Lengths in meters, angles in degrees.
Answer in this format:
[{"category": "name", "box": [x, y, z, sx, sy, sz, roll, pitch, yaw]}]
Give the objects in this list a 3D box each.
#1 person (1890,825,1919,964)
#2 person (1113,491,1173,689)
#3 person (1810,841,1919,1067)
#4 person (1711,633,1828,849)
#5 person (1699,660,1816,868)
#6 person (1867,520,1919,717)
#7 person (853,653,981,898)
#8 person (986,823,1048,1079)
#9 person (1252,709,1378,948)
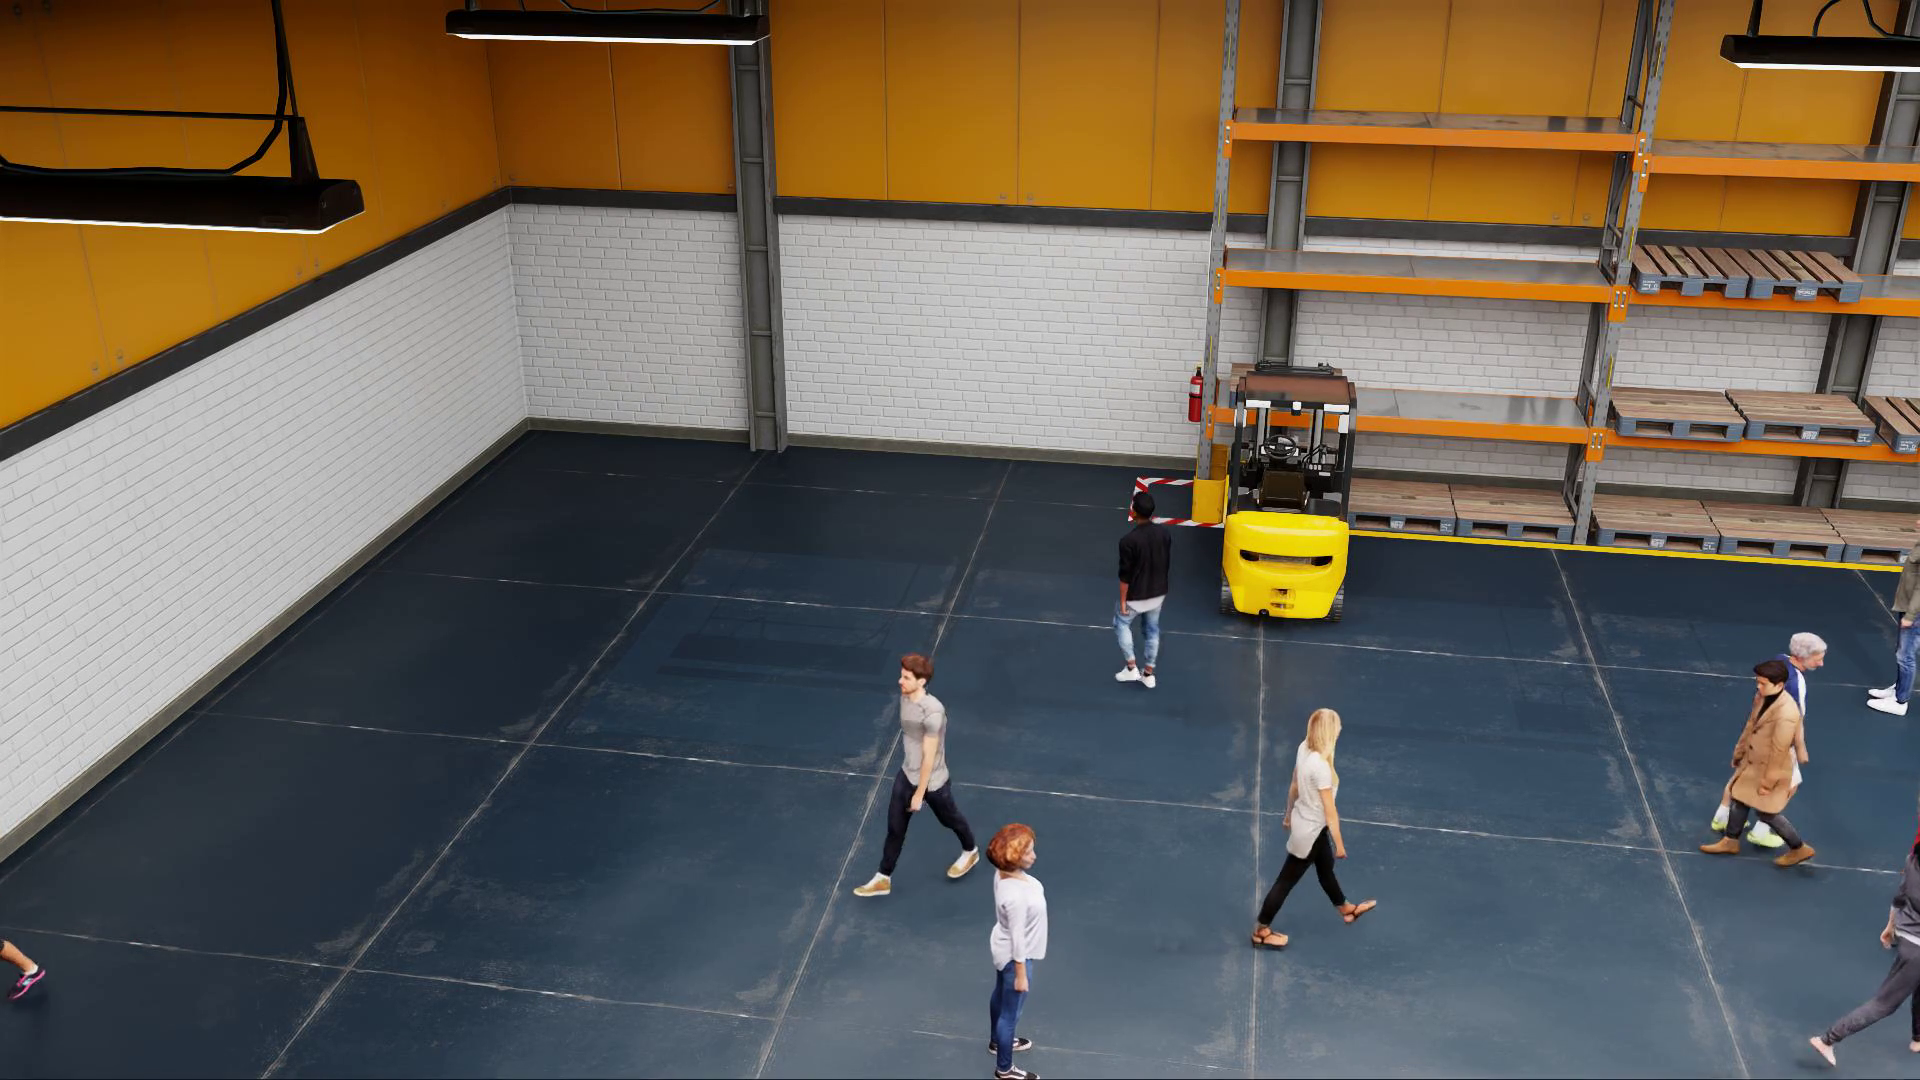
[{"category": "person", "box": [6.426, 2.227, 11.057, 0.477, 1.306, 0.533, 4, 24, 8]}, {"category": "person", "box": [1.643, 0.478, 14.448, 0.780, 1.795, 0.875, -10, 26, -22]}, {"category": "person", "box": [5.657, 2.469, 9.988, 1.222, 1.719, 0.729, 0, 24, 0]}, {"category": "person", "box": [5.913, 1.472, 12.175, 0.729, 1.795, 0.722, -4, 24, -9]}, {"category": "person", "box": [5.879, 1.631, 11.936, 0.981, 1.693, 0.761, 3, 24, 6]}, {"category": "person", "box": [8.114, 0.597, 14.090, 0.673, 1.863, 0.741, 10, 26, 22]}, {"category": "person", "box": [-0.167, 1.655, 11.701, 1.243, 1.839, 1.214, -17, 29, -33]}, {"category": "person", "box": [0.301, 2.461, 10.013, 0.673, 1.714, 0.690, -2, 24, -4]}, {"category": "person", "box": [2.224, 1.958, 11.074, 1.212, 1.785, 0.858, -3, 24, -7]}]
